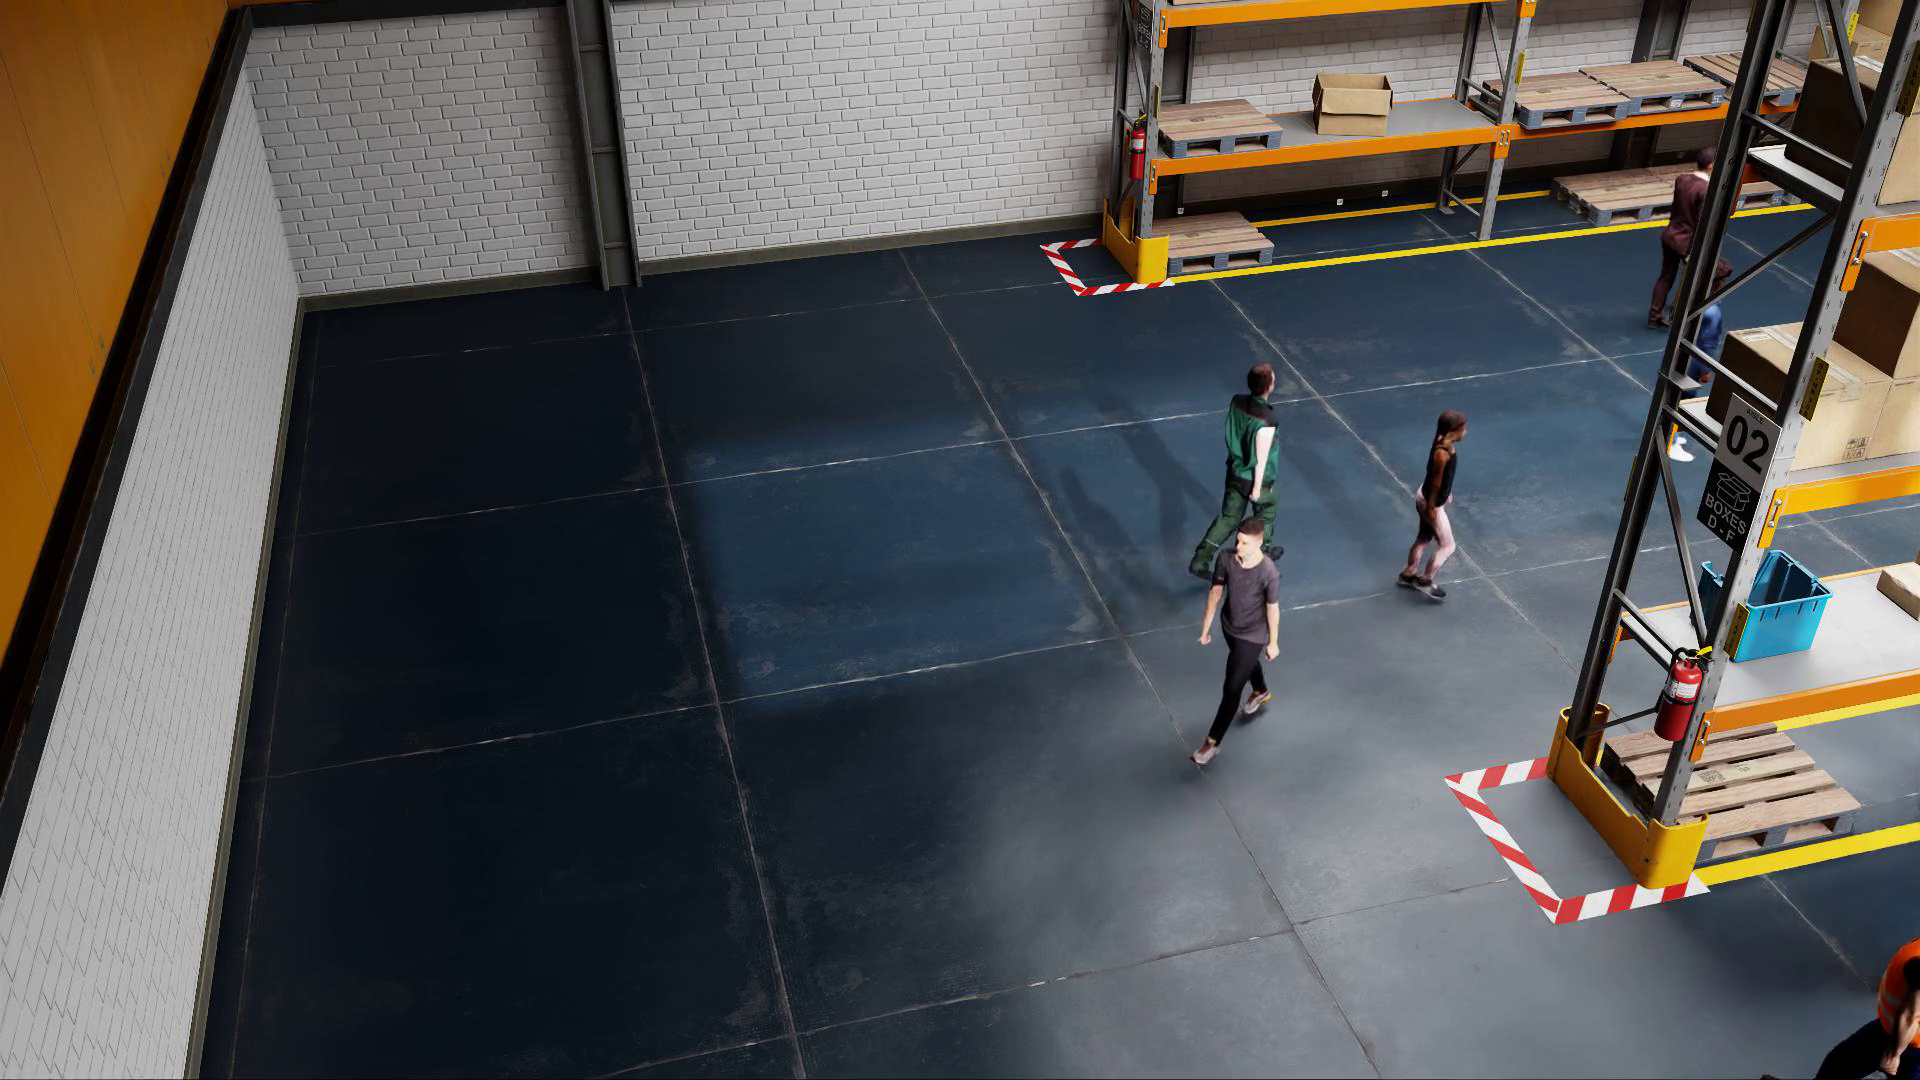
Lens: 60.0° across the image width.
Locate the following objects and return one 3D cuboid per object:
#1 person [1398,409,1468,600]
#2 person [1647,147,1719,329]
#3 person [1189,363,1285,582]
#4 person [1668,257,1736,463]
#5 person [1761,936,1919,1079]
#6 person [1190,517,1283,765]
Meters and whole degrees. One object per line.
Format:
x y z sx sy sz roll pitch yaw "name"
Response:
3.460 -0.285 12.391 0.716 1.552 0.660 9 35 14 "person"
6.911 -2.874 16.014 0.667 1.853 0.724 -13 36 -19 "person"
2.101 -0.461 12.424 1.228 1.808 0.892 -20 39 -27 "person"
6.166 -1.545 14.053 0.740 1.811 0.765 5 34 7 "person"
4.696 2.401 8.068 1.039 1.864 0.993 -22 40 -30 "person"
1.915 0.574 10.954 1.274 1.711 1.026 -29 43 -36 "person"
